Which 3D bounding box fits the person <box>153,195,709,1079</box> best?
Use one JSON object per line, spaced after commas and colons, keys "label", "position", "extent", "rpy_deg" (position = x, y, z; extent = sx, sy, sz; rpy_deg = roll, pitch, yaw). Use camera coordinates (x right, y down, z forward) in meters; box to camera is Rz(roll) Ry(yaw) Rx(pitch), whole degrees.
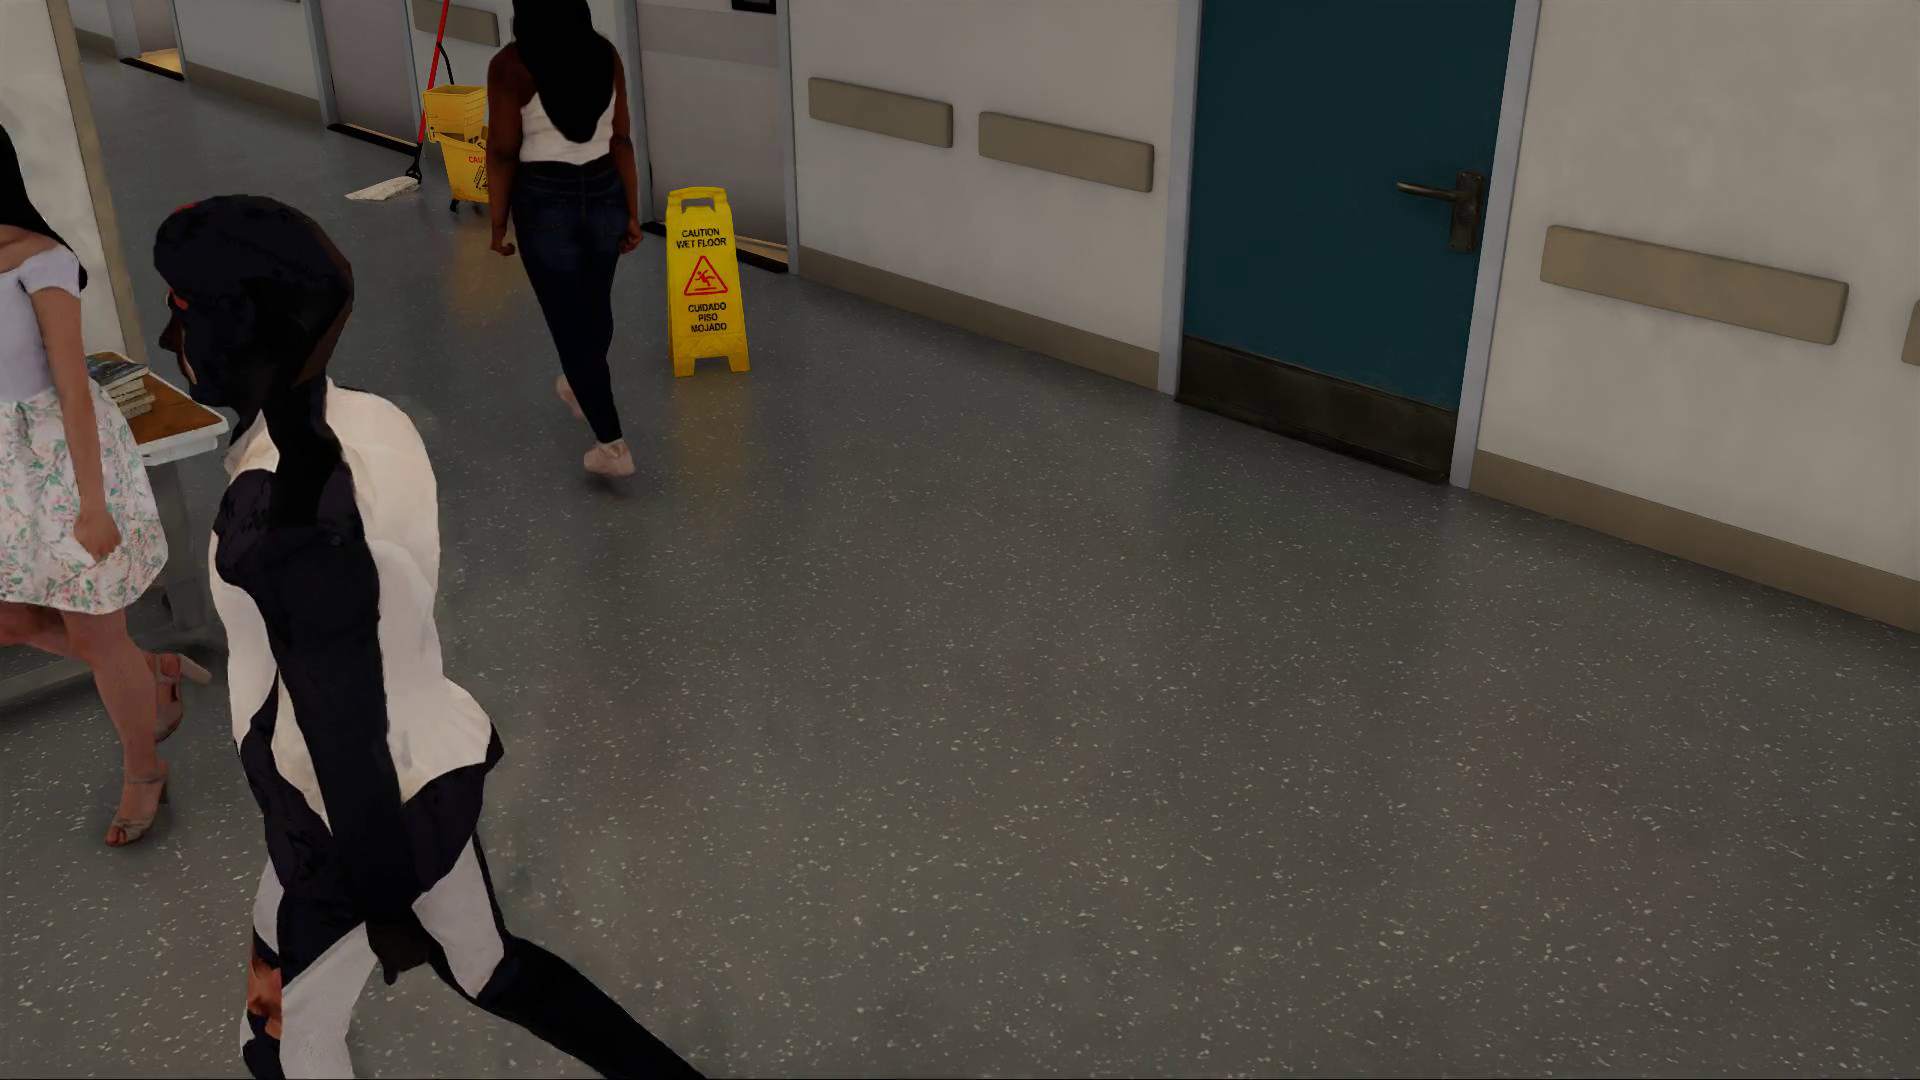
{"label": "person", "position": [-0.799, 0.417, 2.555], "extent": [1.219, 1.856, 1.203], "rpy_deg": [-2, 26, -4]}

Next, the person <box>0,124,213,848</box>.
{"label": "person", "position": [-1.992, -0.129, 3.796], "extent": [0.846, 1.762, 0.855], "rpy_deg": [10, 28, 20]}

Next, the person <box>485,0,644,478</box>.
{"label": "person", "position": [-1.305, -1.067, 5.737], "extent": [0.803, 1.765, 1.226], "rpy_deg": [-16, 30, -30]}
